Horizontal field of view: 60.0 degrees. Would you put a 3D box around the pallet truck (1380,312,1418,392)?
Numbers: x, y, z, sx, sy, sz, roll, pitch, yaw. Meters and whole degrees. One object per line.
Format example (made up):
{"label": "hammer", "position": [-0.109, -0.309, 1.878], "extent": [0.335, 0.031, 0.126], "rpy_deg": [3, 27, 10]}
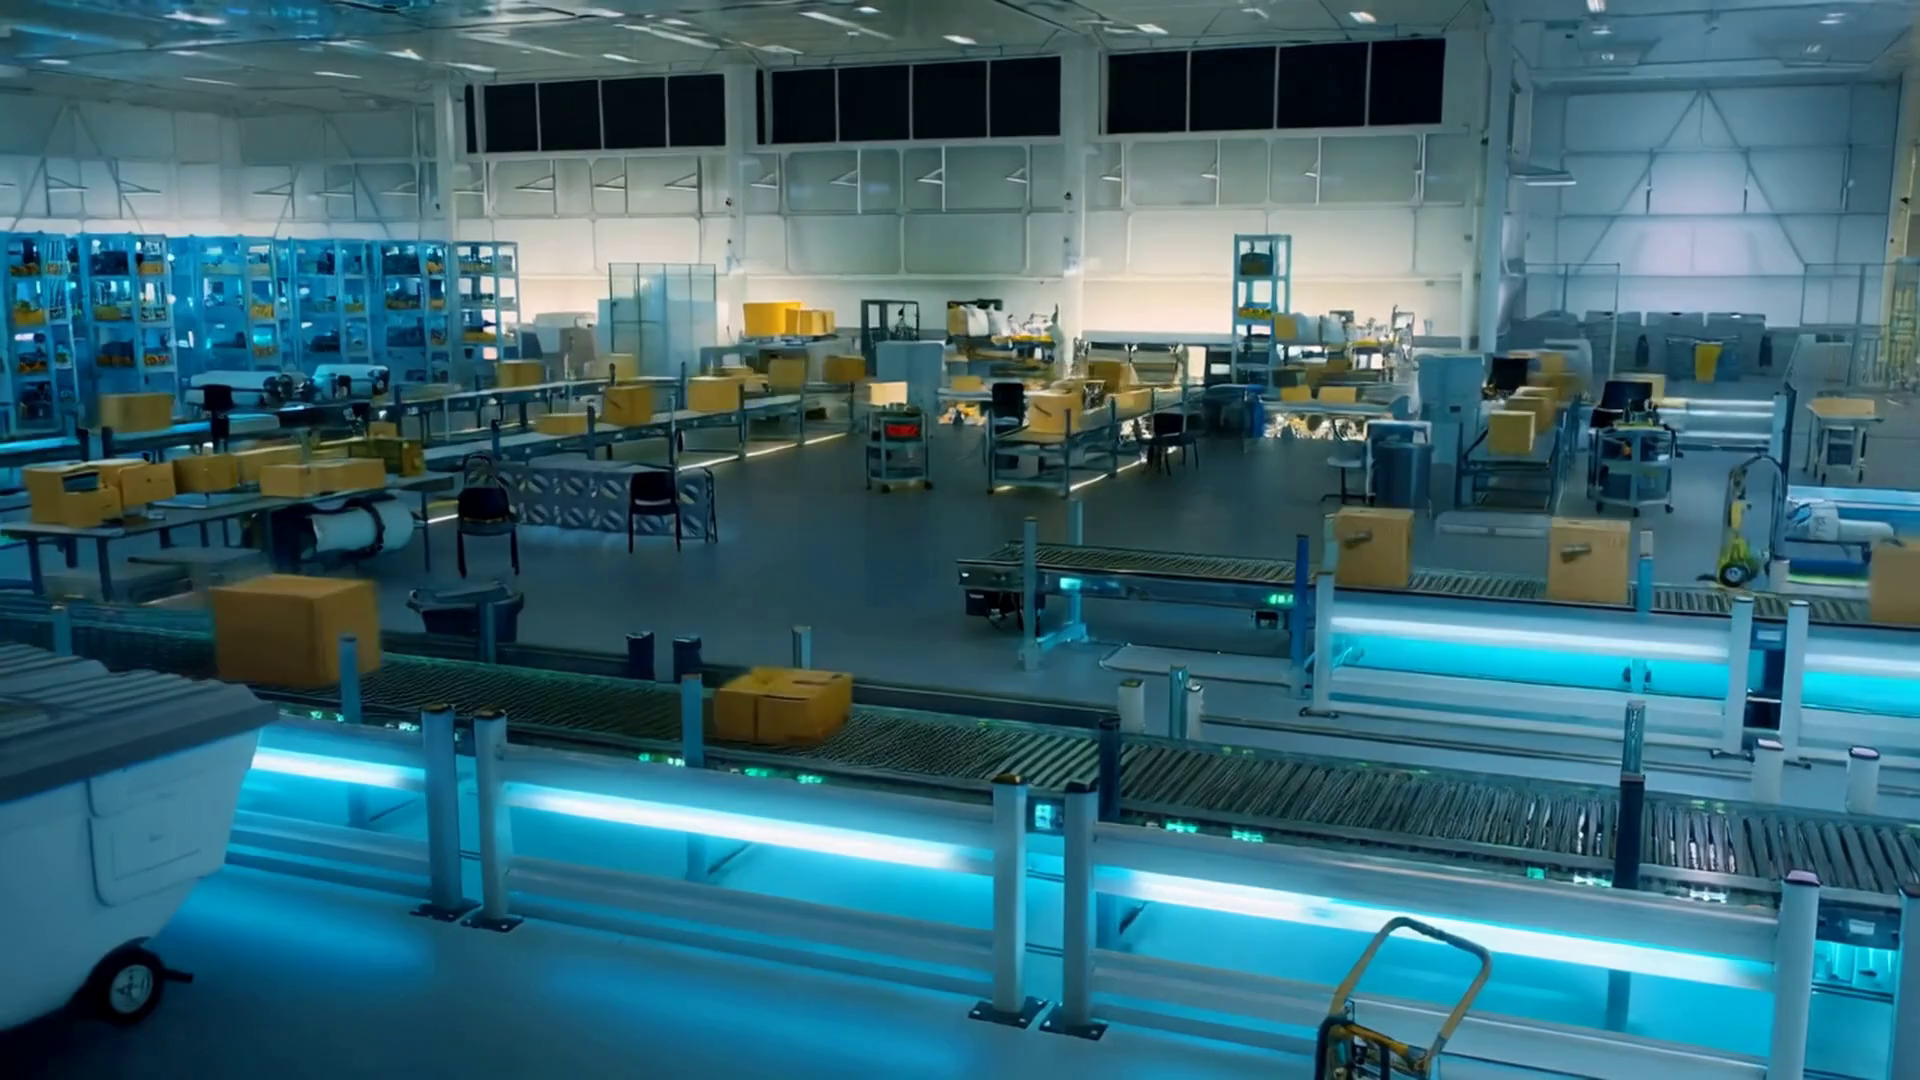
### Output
{"label": "pallet truck", "position": [10.207, -4.283, 38.369], "extent": [0.823, 1.965, 1.885], "rpy_deg": [3, 10, 20]}

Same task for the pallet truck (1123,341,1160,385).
{"label": "pallet truck", "position": [4.445, -4.380, 41.279], "extent": [0.680, 1.201, 1.601], "rpy_deg": [4, 10, 22]}

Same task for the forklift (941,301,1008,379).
{"label": "forklift", "position": [0.365, -4.966, 41.571], "extent": [1.157, 1.987, 2.680], "rpy_deg": [3, 10, 20]}

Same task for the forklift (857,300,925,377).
{"label": "forklift", "position": [-1.732, -5.109, 42.468], "extent": [1.157, 1.987, 2.680], "rpy_deg": [4, 10, 22]}

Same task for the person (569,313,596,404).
{"label": "person", "position": [-8.305, -3.995, 36.622], "extent": [0.622, 1.996, 0.369], "rpy_deg": [-8, 12, -41]}

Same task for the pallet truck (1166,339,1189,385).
{"label": "pallet truck", "position": [5.418, -4.269, 40.420], "extent": [0.704, 1.261, 1.522], "rpy_deg": [3, 10, 20]}

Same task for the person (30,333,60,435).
{"label": "person", "position": [-16.432, -2.788, 29.809], "extent": [0.403, 1.833, 0.590], "rpy_deg": [-8, 12, -39]}

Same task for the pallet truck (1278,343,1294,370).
{"label": "pallet truck", "position": [7.886, -4.163, 39.743], "extent": [0.653, 1.274, 1.630], "rpy_deg": [4, 10, 22]}

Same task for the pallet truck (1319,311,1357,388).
{"label": "pallet truck", "position": [9.071, -4.419, 39.190], "extent": [0.823, 1.965, 1.885], "rpy_deg": [5, 10, 26]}
